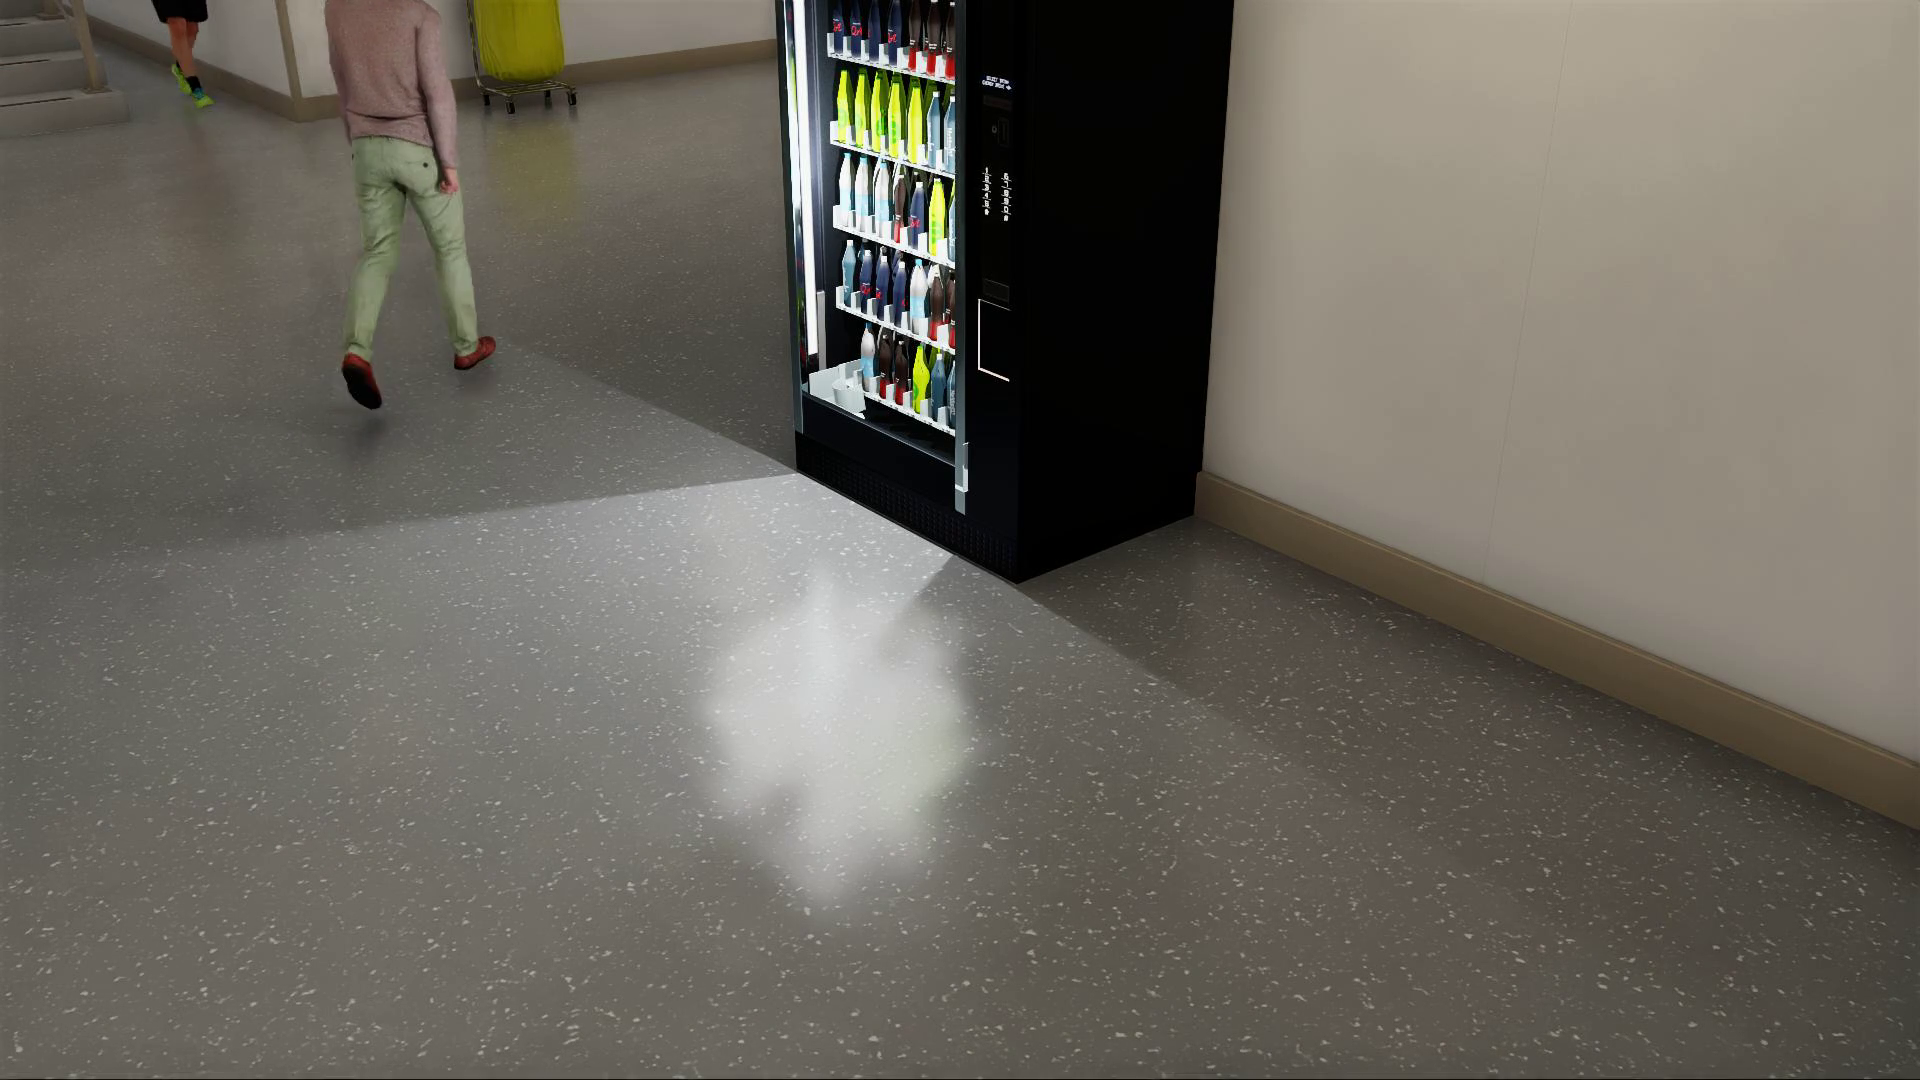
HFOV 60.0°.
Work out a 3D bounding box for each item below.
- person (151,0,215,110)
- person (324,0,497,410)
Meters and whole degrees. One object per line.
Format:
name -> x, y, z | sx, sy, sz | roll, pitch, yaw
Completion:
person -> -5.619, -4.048, 11.812 | 0.706, 1.861, 1.153 | -22, 34, -38
person -> -2.200, -1.434, 6.403 | 1.178, 1.851, 1.223 | 3, 26, 6
